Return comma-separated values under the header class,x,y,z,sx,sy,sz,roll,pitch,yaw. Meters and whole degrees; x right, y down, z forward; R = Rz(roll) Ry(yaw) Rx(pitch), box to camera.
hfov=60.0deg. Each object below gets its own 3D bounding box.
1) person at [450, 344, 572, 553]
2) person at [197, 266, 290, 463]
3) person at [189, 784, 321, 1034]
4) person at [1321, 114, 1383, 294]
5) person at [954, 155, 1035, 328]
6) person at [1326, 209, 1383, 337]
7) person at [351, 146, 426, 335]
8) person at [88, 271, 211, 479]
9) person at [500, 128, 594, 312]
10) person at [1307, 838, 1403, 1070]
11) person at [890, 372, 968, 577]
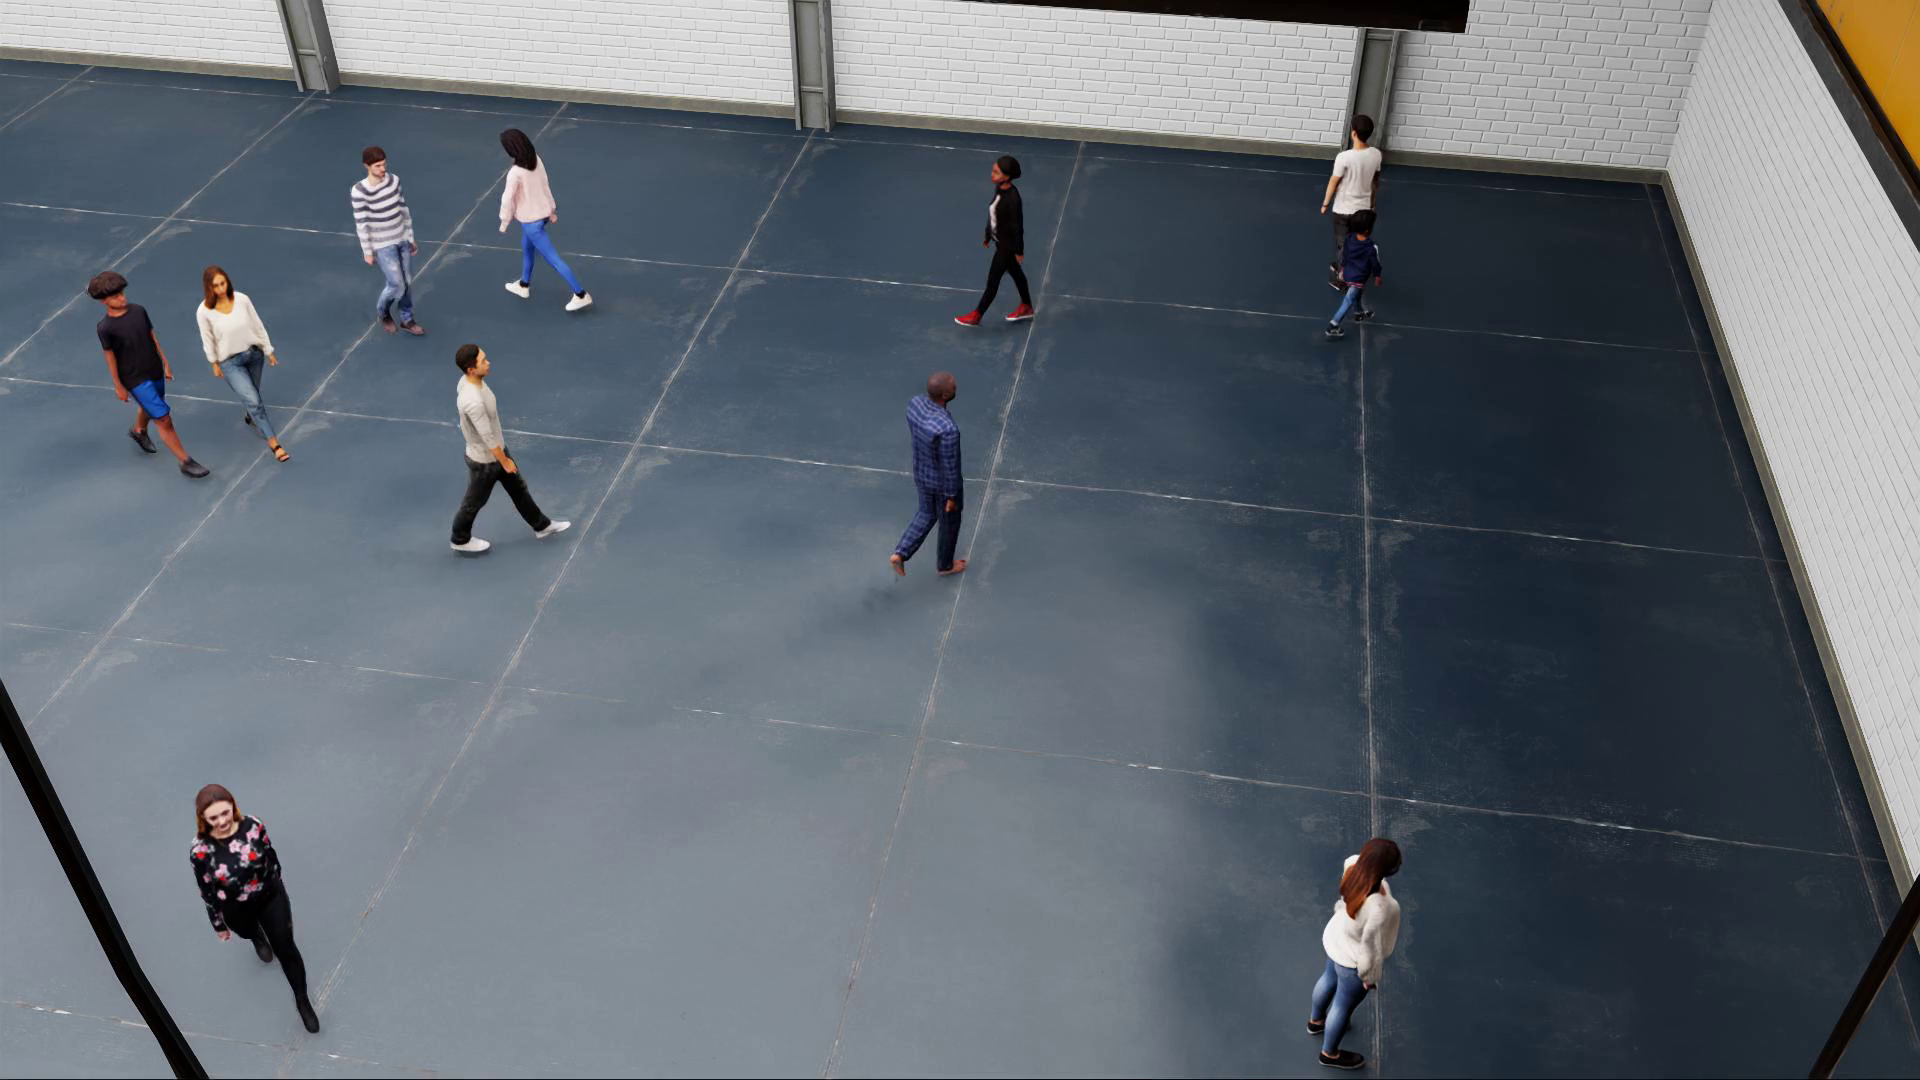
class,x,y,z,sx,sy,sz,roll,pitch,yaw
person,-3.588,-0.611,12.247,1.226,1.764,0.919,-6,39,-8
person,-5.834,-1.490,13.447,1.013,1.639,1.136,-30,47,-32
person,-3.946,1.932,9.159,1.054,1.644,1.109,-23,44,-26
person,3.653,-3.075,15.377,0.821,1.708,0.877,-15,41,-18
person,0.493,-2.675,14.927,1.114,1.645,0.913,-11,40,-13
person,3.514,-2.368,14.902,0.916,1.197,0.827,-20,43,-24
person,-5.123,-2.664,14.761,0.840,1.835,0.787,26,45,28
person,-6.524,-1.328,13.143,1.227,1.767,0.847,18,42,21
person,-3.774,-2.859,15.100,1.224,1.716,0.792,13,40,16
person,2.084,2.176,8.814,0.654,1.693,0.682,-5,39,-6
person,-0.235,-0.419,11.971,1.021,1.808,0.976,-27,46,-30
